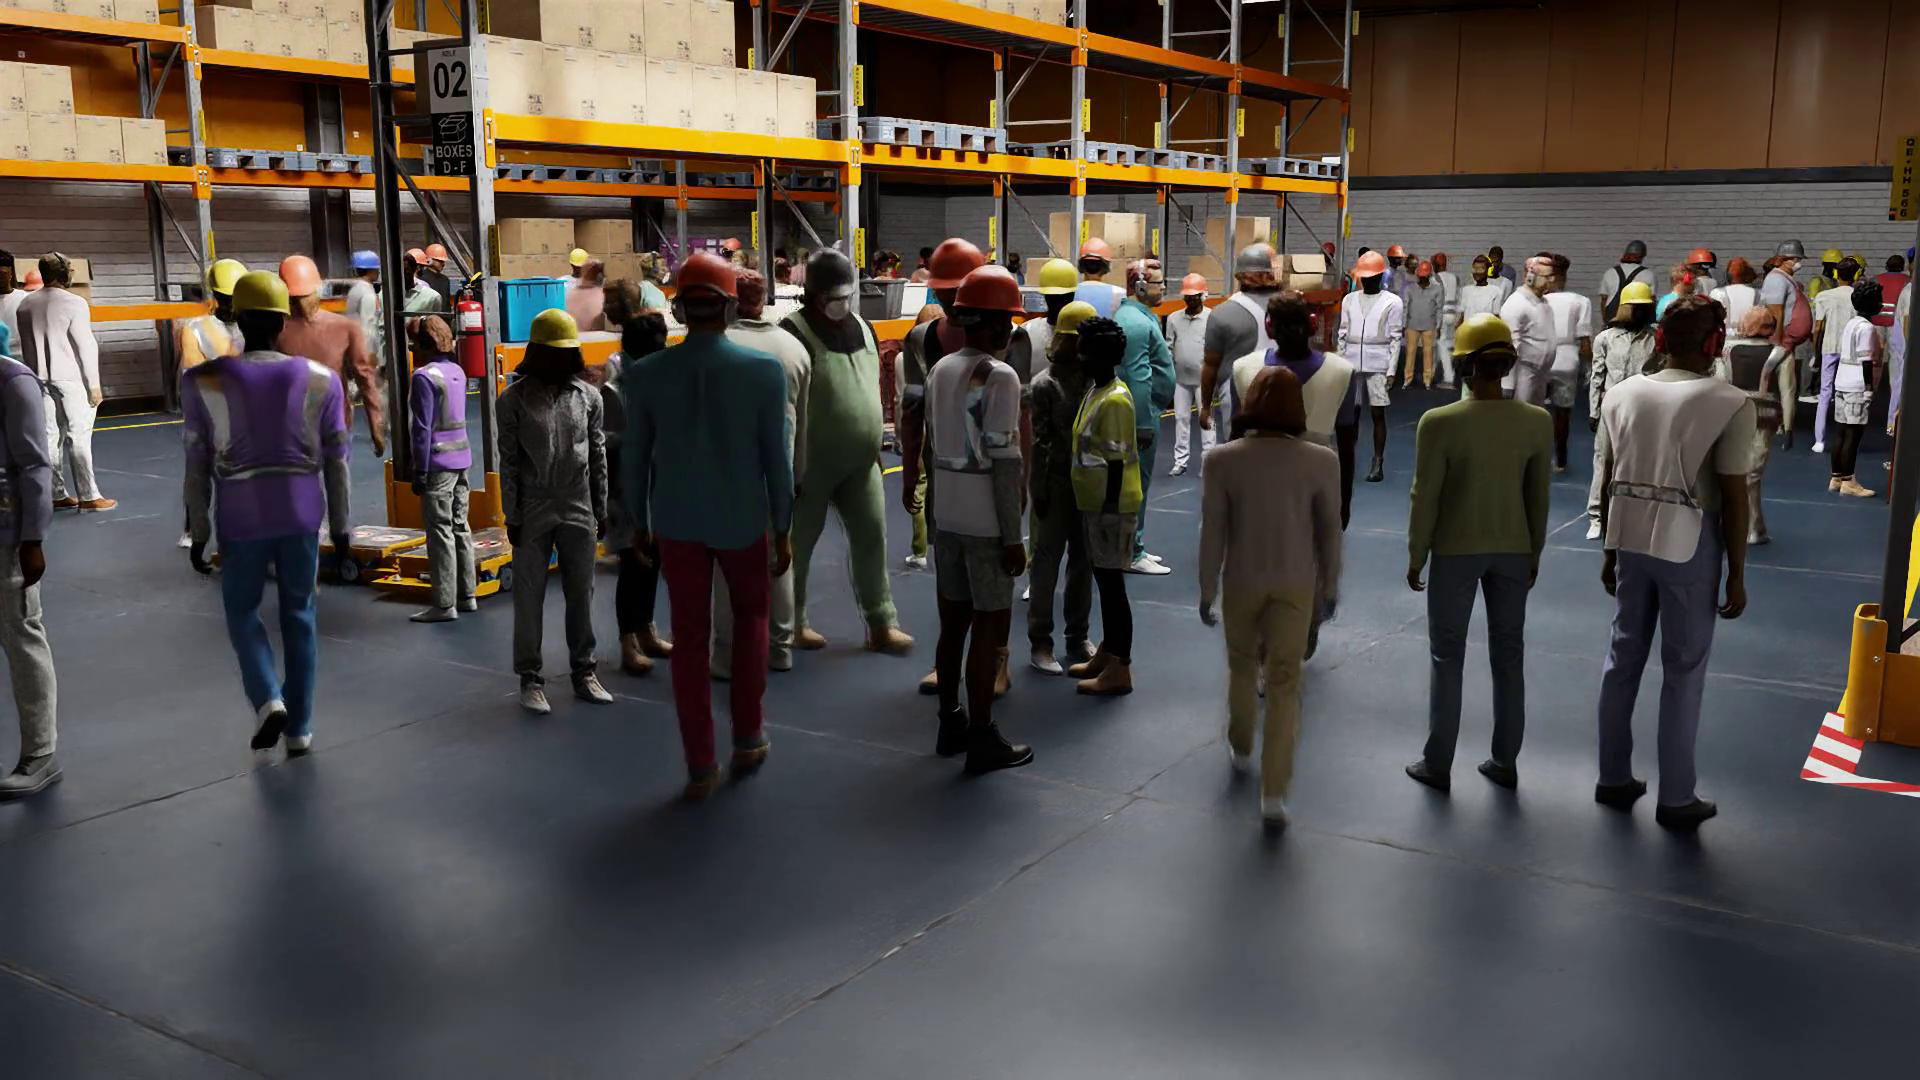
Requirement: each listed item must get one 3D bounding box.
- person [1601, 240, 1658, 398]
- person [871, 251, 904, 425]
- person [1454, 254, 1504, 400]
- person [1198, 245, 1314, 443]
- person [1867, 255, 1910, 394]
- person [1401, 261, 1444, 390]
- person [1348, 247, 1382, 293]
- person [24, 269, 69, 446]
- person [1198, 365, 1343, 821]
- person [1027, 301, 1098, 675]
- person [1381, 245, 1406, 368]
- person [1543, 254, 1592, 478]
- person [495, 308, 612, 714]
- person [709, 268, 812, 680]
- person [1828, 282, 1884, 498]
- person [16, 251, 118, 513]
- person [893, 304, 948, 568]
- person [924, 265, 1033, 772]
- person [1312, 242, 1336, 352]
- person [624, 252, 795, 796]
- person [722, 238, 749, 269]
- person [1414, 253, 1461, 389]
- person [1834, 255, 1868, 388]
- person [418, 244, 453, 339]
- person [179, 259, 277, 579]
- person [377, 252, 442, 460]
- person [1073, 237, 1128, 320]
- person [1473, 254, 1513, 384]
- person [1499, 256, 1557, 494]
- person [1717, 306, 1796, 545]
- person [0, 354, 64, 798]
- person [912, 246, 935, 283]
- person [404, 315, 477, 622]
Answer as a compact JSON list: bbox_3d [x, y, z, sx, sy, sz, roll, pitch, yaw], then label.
[{"bbox_3d":[8.518,-2.803,21.162,0.695,2.000,0.538,8,13,37],"label":"person"},{"bbox_3d":[-0.814,-2.101,17.654,0.598,1.908,0.410,-9,14,-42],"label":"person"},{"bbox_3d":[5.404,-2.039,17.392,0.328,1.876,0.513,-10,14,-43],"label":"person"},{"bbox_3d":[1.872,-0.933,10.799,0.690,2.000,1.005,-2,11,-13],"label":"person"},{"bbox_3d":[12.254,-2.836,21.942,0.631,1.835,0.432,8,13,36],"label":"person"},{"bbox_3d":[6.258,-2.908,22.561,0.560,1.743,0.334,4,11,20],"label":"person"},{"bbox_3d":[6.352,-3.640,26.147,0.591,1.916,0.392,-2,10,-11],"label":"person"},{"bbox_3d":[-8.952,-1.774,16.297,0.578,1.737,0.355,-3,11,-18],"label":"person"},{"bbox_3d":[1.111,0.169,5.977,0.505,1.582,0.886,2,10,12],"label":"person"},{"bbox_3d":[0.540,-0.246,7.816,0.492,1.742,0.319,-8,13,-37],"label":"person"},{"bbox_3d":[6.809,-3.666,26.224,0.370,1.939,0.543,6,12,31],"label":"person"},{"bbox_3d":[5.093,-1.489,14.270,0.646,1.906,0.999,5,11,25],"label":"person"},{"bbox_3d":[-1.730,-0.121,7.158,0.483,1.738,0.320,-7,12,-34],"label":"person"},{"bbox_3d":[-0.994,-0.301,7.713,0.648,1.897,0.399,-9,14,-41],"label":"person"},{"bbox_3d":[7.117,-1.189,13.174,0.318,1.697,0.535,2,10,12],"label":"person"},{"bbox_3d":[-6.647,-1.162,12.351,0.631,1.940,0.372,3,11,16],"label":"person"},{"bbox_3d":[-0.164,-0.639,10.300,0.508,1.631,0.265,-3,11,-14],"label":"person"},{"bbox_3d":[0.090,-0.081,6.402,0.386,1.929,0.543,-6,12,-31],"label":"person"},{"bbox_3d":[6.209,-4.061,28.294,0.612,1.985,0.411,-4,11,-19],"label":"person"},{"bbox_3d":[-0.925,-0.078,6.234,0.642,1.968,0.744,0,10,-1],"label":"person"},{"bbox_3d":[-3.173,-3.193,23.310,0.605,2.045,0.379,3,11,17],"label":"person"},{"bbox_3d":[6.538,-3.017,22.892,0.575,1.839,0.923,-7,12,-33],"label":"person"},{"bbox_3d":[12.200,-2.975,22.726,0.403,1.825,0.596,5,11,26],"label":"person"},{"bbox_3d":[-6.350,-2.588,20.167,0.434,1.976,0.610,4,11,23],"label":"person"},{"bbox_3d":[-4.226,-0.682,9.764,0.392,1.914,0.595,9,13,40],"label":"person"},{"bbox_3d":[-4.943,-1.627,14.988,0.592,1.919,0.392,1,10,4],"label":"person"},{"bbox_3d":[1.011,-1.291,12.778,0.614,2.041,0.390,1,10,4],"label":"person"},{"bbox_3d":[6.844,-2.757,21.466,0.504,1.840,0.345,4,11,22],"label":"person"},{"bbox_3d":[4.449,-1.257,13.016,0.396,1.899,0.667,9,13,40],"label":"person"},{"bbox_3d":[5.136,-0.726,10.887,0.764,1.603,0.528,-7,12,-33],"label":"person"},{"bbox_3d":[-3.586,-0.030,6.054,0.614,1.947,0.388,3,11,15],"label":"person"},{"bbox_3d":[-0.475,-3.480,25.226,0.618,1.920,0.596,-4,11,-20],"label":"person"},{"bbox_3d":[-2.768,-0.382,8.884,0.314,1.632,0.524,1,10,6],"label":"person"}]
